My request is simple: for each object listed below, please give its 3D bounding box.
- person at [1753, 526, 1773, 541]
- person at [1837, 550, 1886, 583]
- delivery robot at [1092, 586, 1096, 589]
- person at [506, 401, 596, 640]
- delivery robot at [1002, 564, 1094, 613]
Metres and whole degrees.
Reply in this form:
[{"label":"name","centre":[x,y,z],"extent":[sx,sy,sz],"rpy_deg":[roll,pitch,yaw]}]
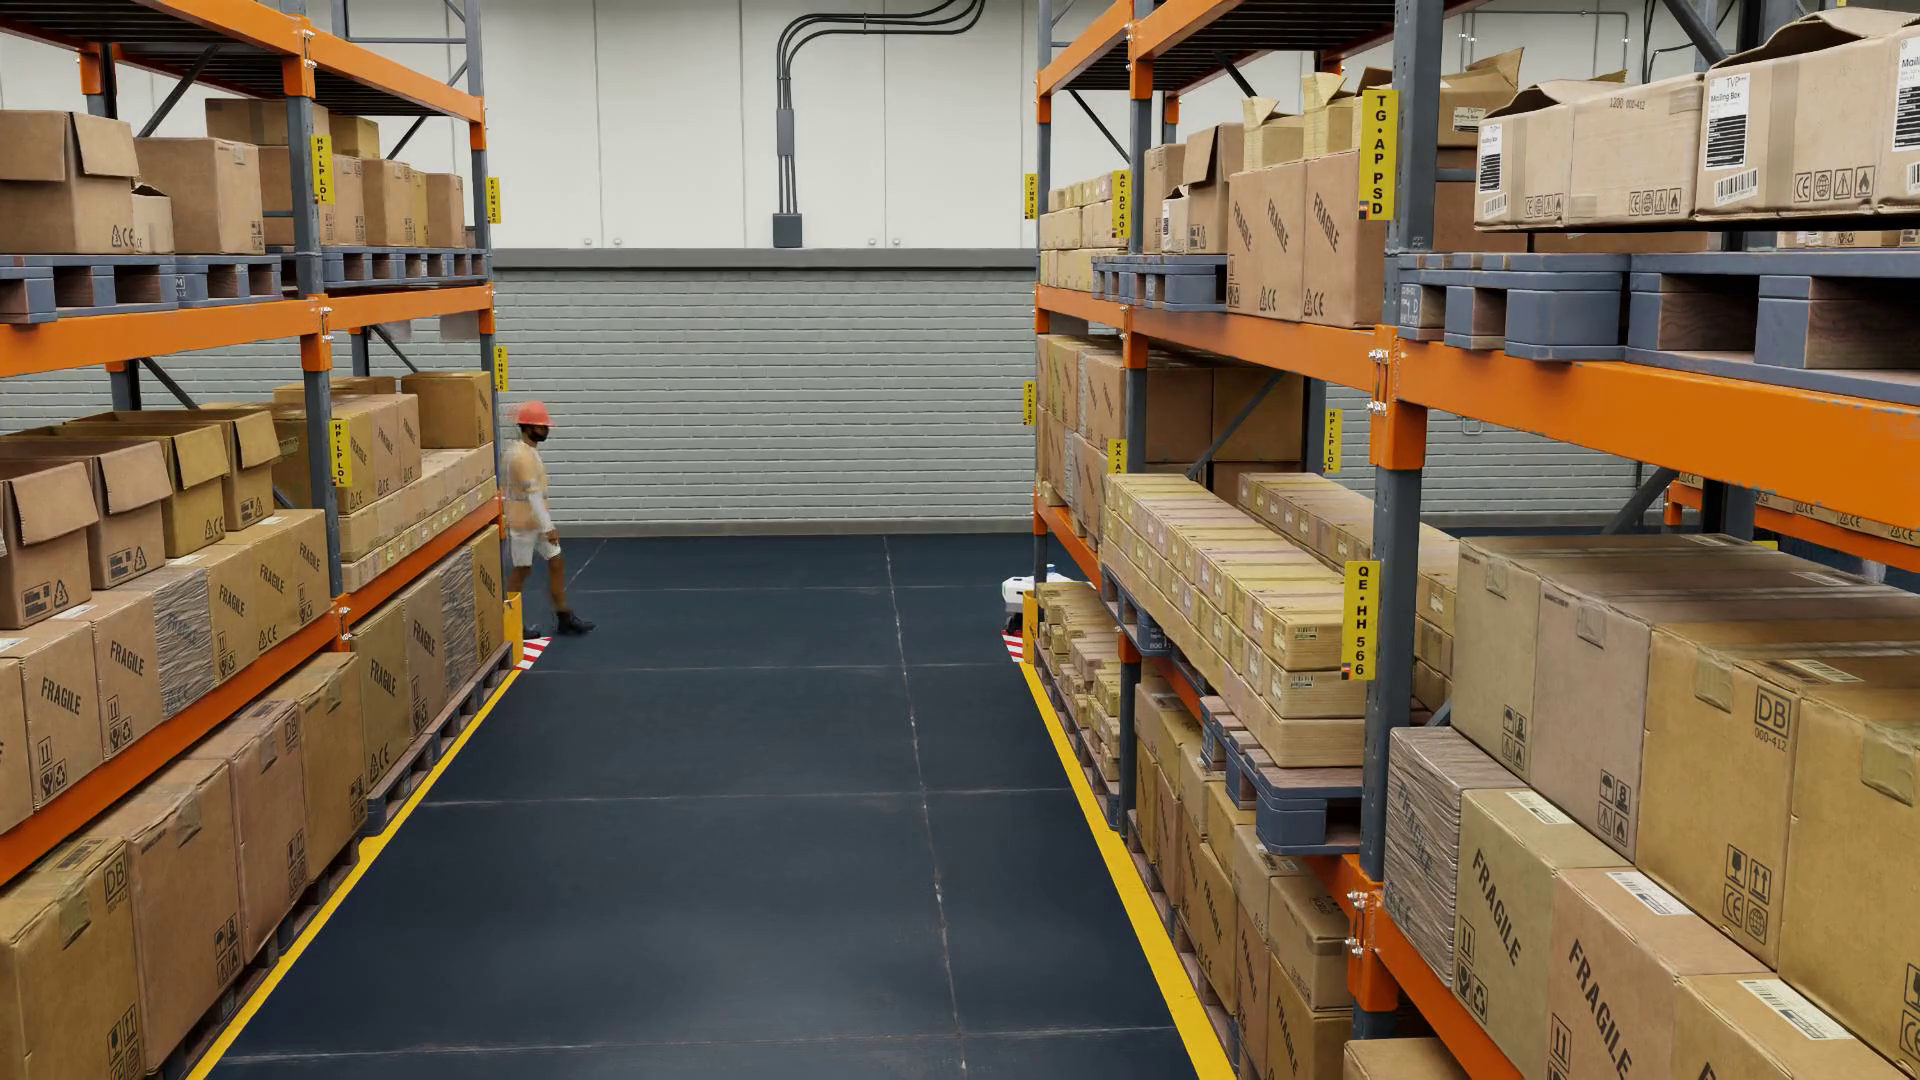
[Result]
[{"label":"person","centre":[6.592,-0.213,13.736],"extent":[0.969,1.870,0.611],"rpy_deg":[1,10,4]},{"label":"person","centre":[7.091,-0.067,12.902],"extent":[0.522,1.847,0.405],"rpy_deg":[-3,10,-15]},{"label":"delivery robot","centre":[1.161,0.509,13.043],"extent":[0.707,0.478,0.477],"rpy_deg":[-7,12,-34]},{"label":"person","centre":[-3.276,-0.140,13.160],"extent":[0.841,1.901,0.552],"rpy_deg":[0,10,-2]},{"label":"delivery robot","centre":[0.709,0.439,13.450],"extent":[0.707,0.478,0.477],"rpy_deg":[4,10,20]}]
